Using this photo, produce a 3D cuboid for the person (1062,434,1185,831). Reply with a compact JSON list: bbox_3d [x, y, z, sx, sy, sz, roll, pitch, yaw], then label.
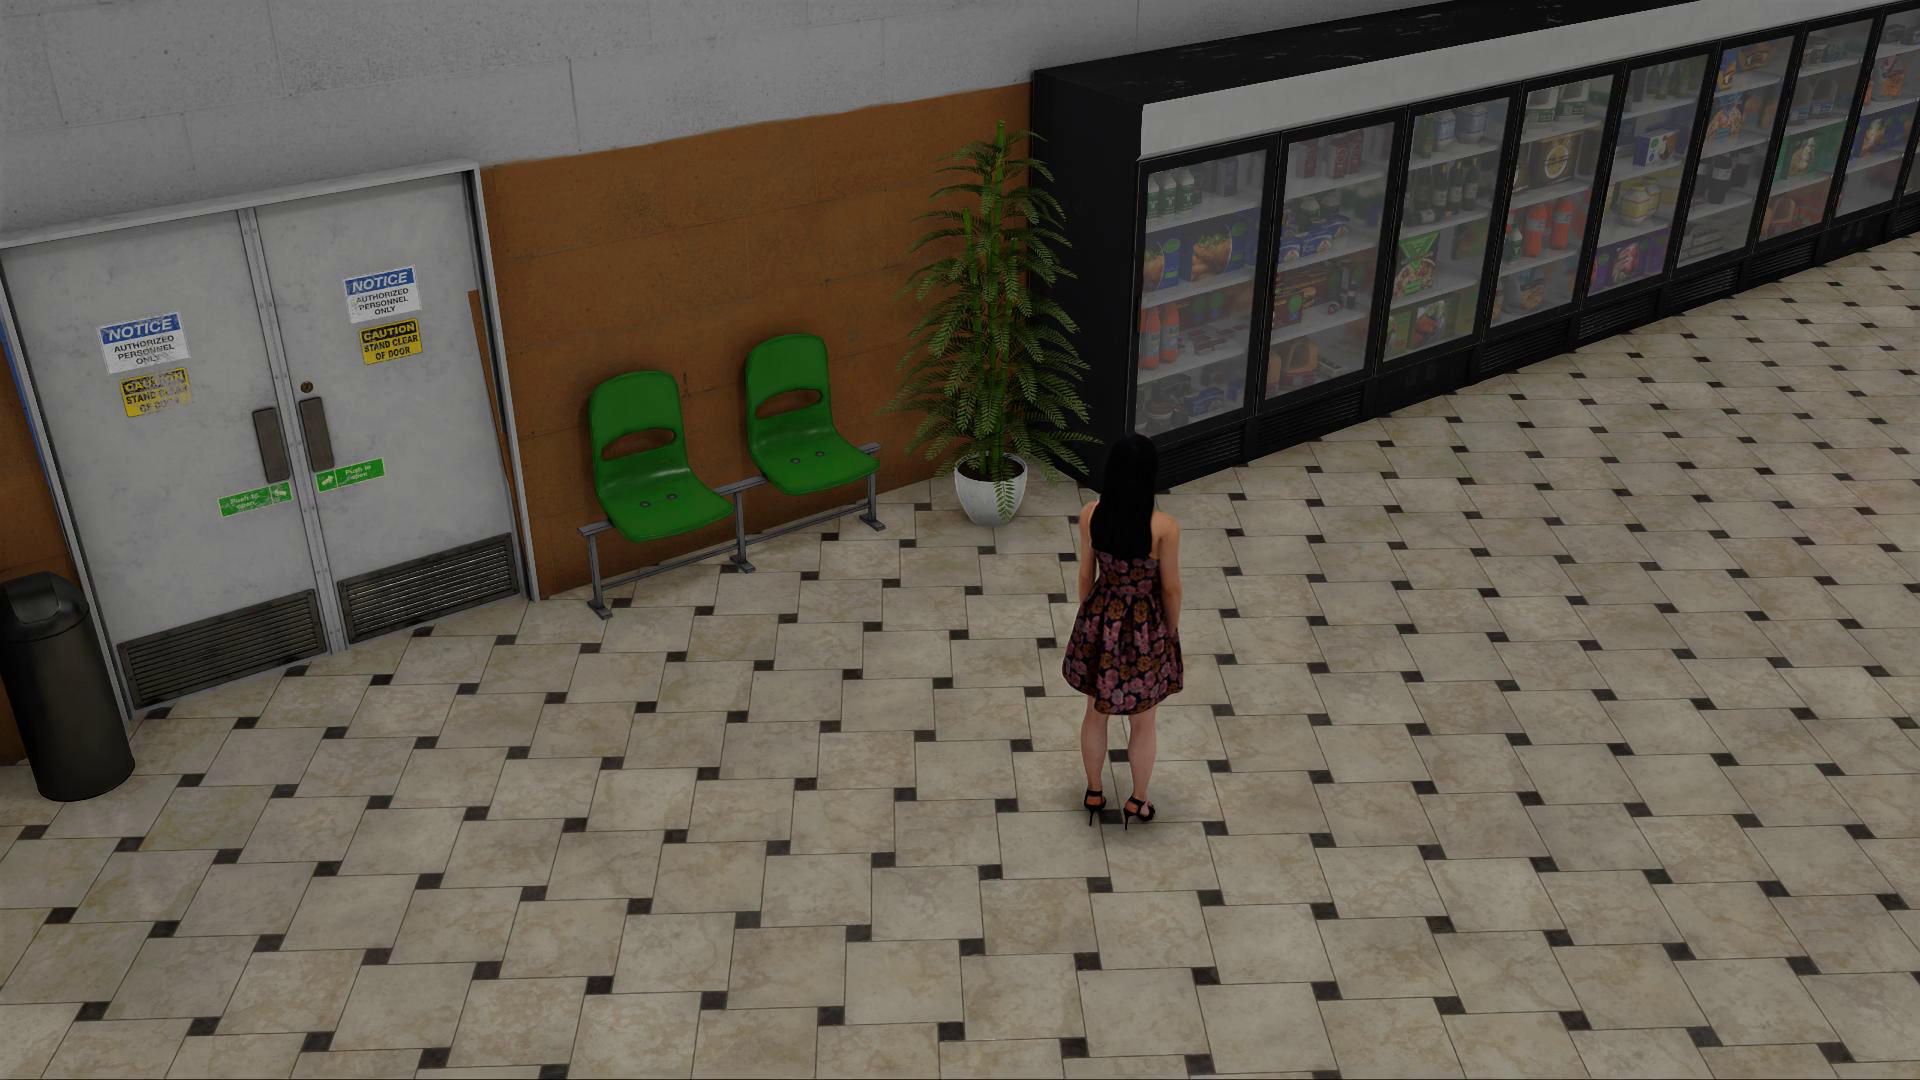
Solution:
[{"bbox_3d":[0.659,0.388,6.621,0.784,1.775,0.860,10,30,18],"label":"person"}]
